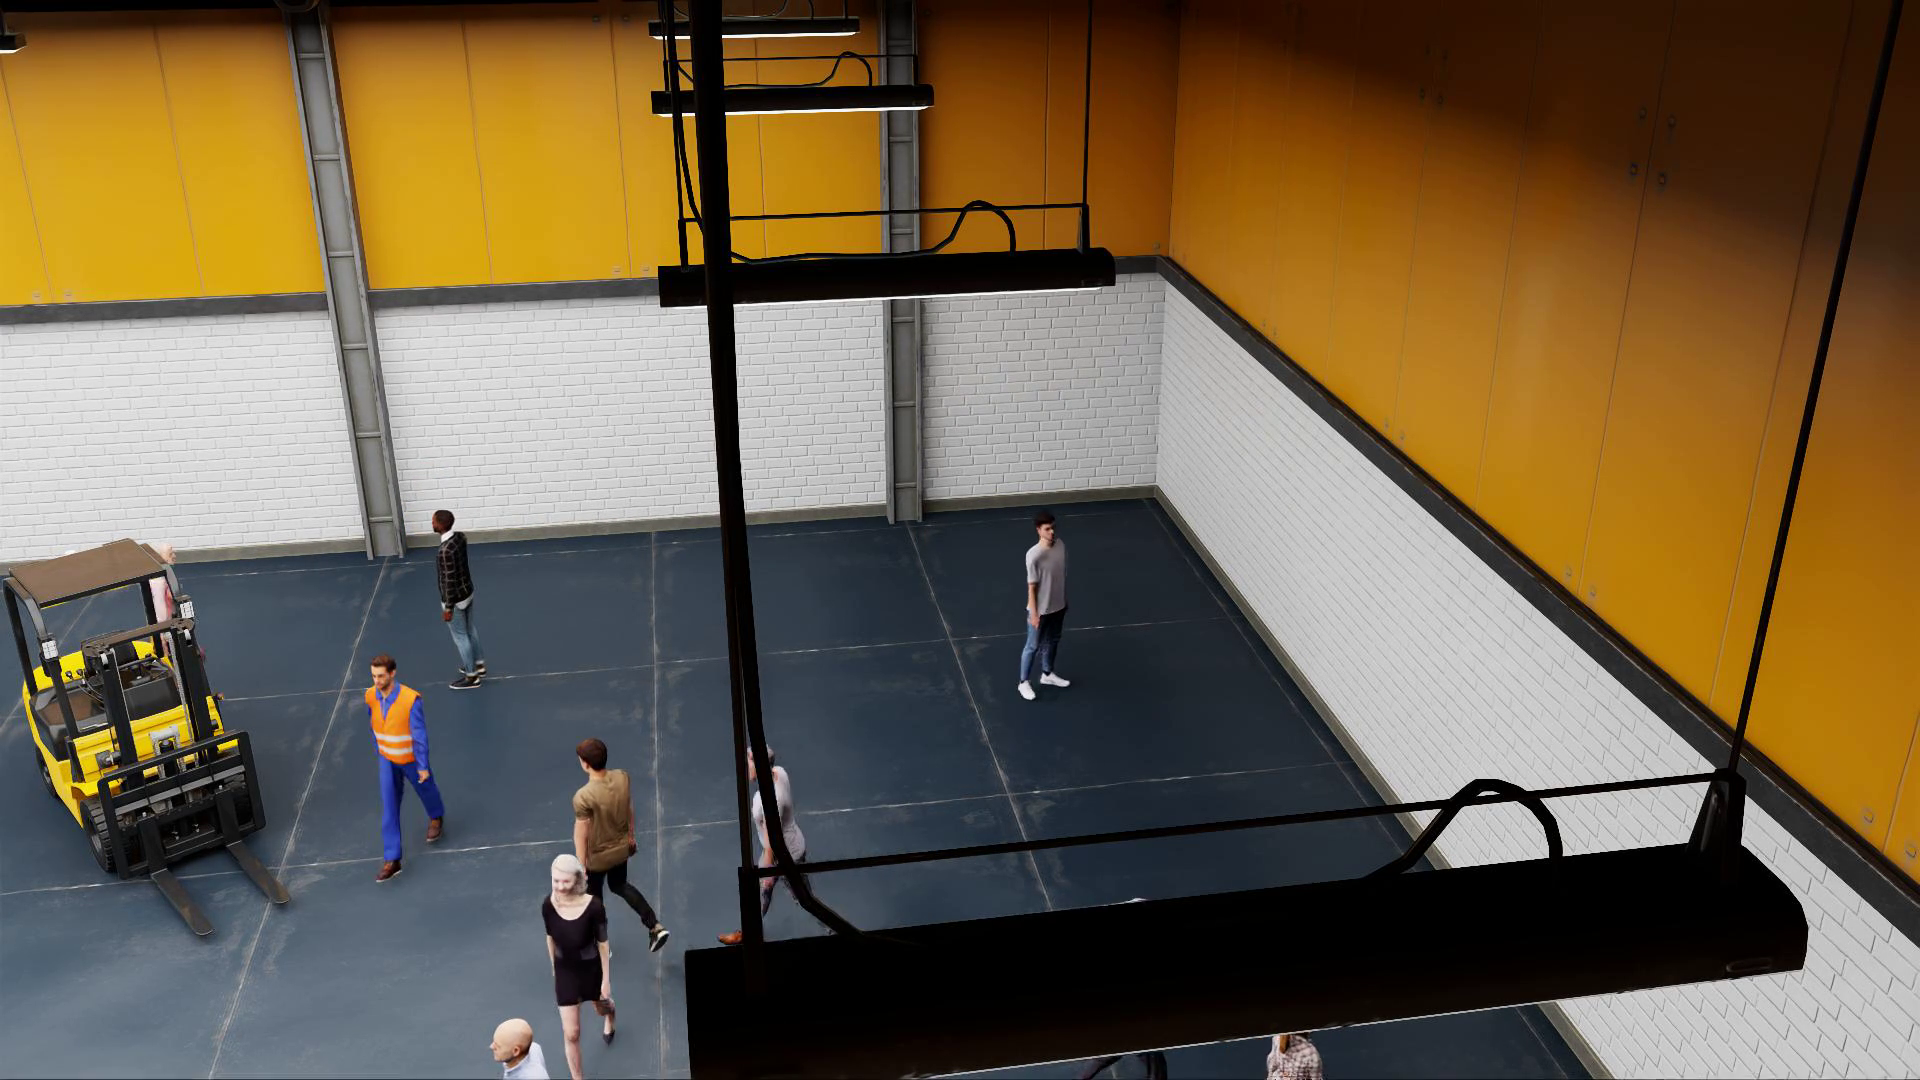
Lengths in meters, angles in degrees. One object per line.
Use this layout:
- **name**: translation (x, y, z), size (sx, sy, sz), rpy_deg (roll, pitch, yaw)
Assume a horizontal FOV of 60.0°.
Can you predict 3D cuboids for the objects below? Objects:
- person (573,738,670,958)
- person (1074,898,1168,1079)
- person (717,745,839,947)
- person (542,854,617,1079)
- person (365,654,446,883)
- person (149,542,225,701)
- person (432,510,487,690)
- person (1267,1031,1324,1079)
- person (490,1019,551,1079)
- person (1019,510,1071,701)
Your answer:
- **person**: translation (-2.480, 2.283, 11.963), size (1.120, 1.826, 1.044), rpy_deg (15, 28, 30)
- **person**: translation (1.021, 2.983, 10.520), size (1.148, 1.698, 0.824), rpy_deg (2, 24, 5)
- **person**: translation (-1.177, 2.266, 12.068), size (1.179, 1.773, 0.726), rpy_deg (-1, 24, -3)
- **person**: translation (-2.442, 2.785, 10.853), size (1.072, 1.796, 0.730), rpy_deg (-1, 24, -3)
- **person**: translation (-4.392, 1.713, 13.275), size (1.242, 1.819, 1.017), rpy_deg (3, 24, 8)
- **person**: translation (-7.463, 0.817, 15.510), size (0.859, 1.672, 0.715), rpy_deg (-11, 26, -24)
- **person**: translation (-4.804, 0.551, 15.935), size (0.630, 1.818, 0.722), rpy_deg (2, 24, 4)
- **person**: translation (2.012, 3.372, 10.125), size (0.676, 1.304, 0.638), rpy_deg (-20, 30, -38)
- **person**: translation (-2.417, 3.432, 9.377), size (0.658, 1.792, 0.697), rpy_deg (-11, 26, -23)
- **person**: translation (0.831, 0.583, 15.783), size (0.841, 1.880, 0.738), rpy_deg (16, 28, 32)
